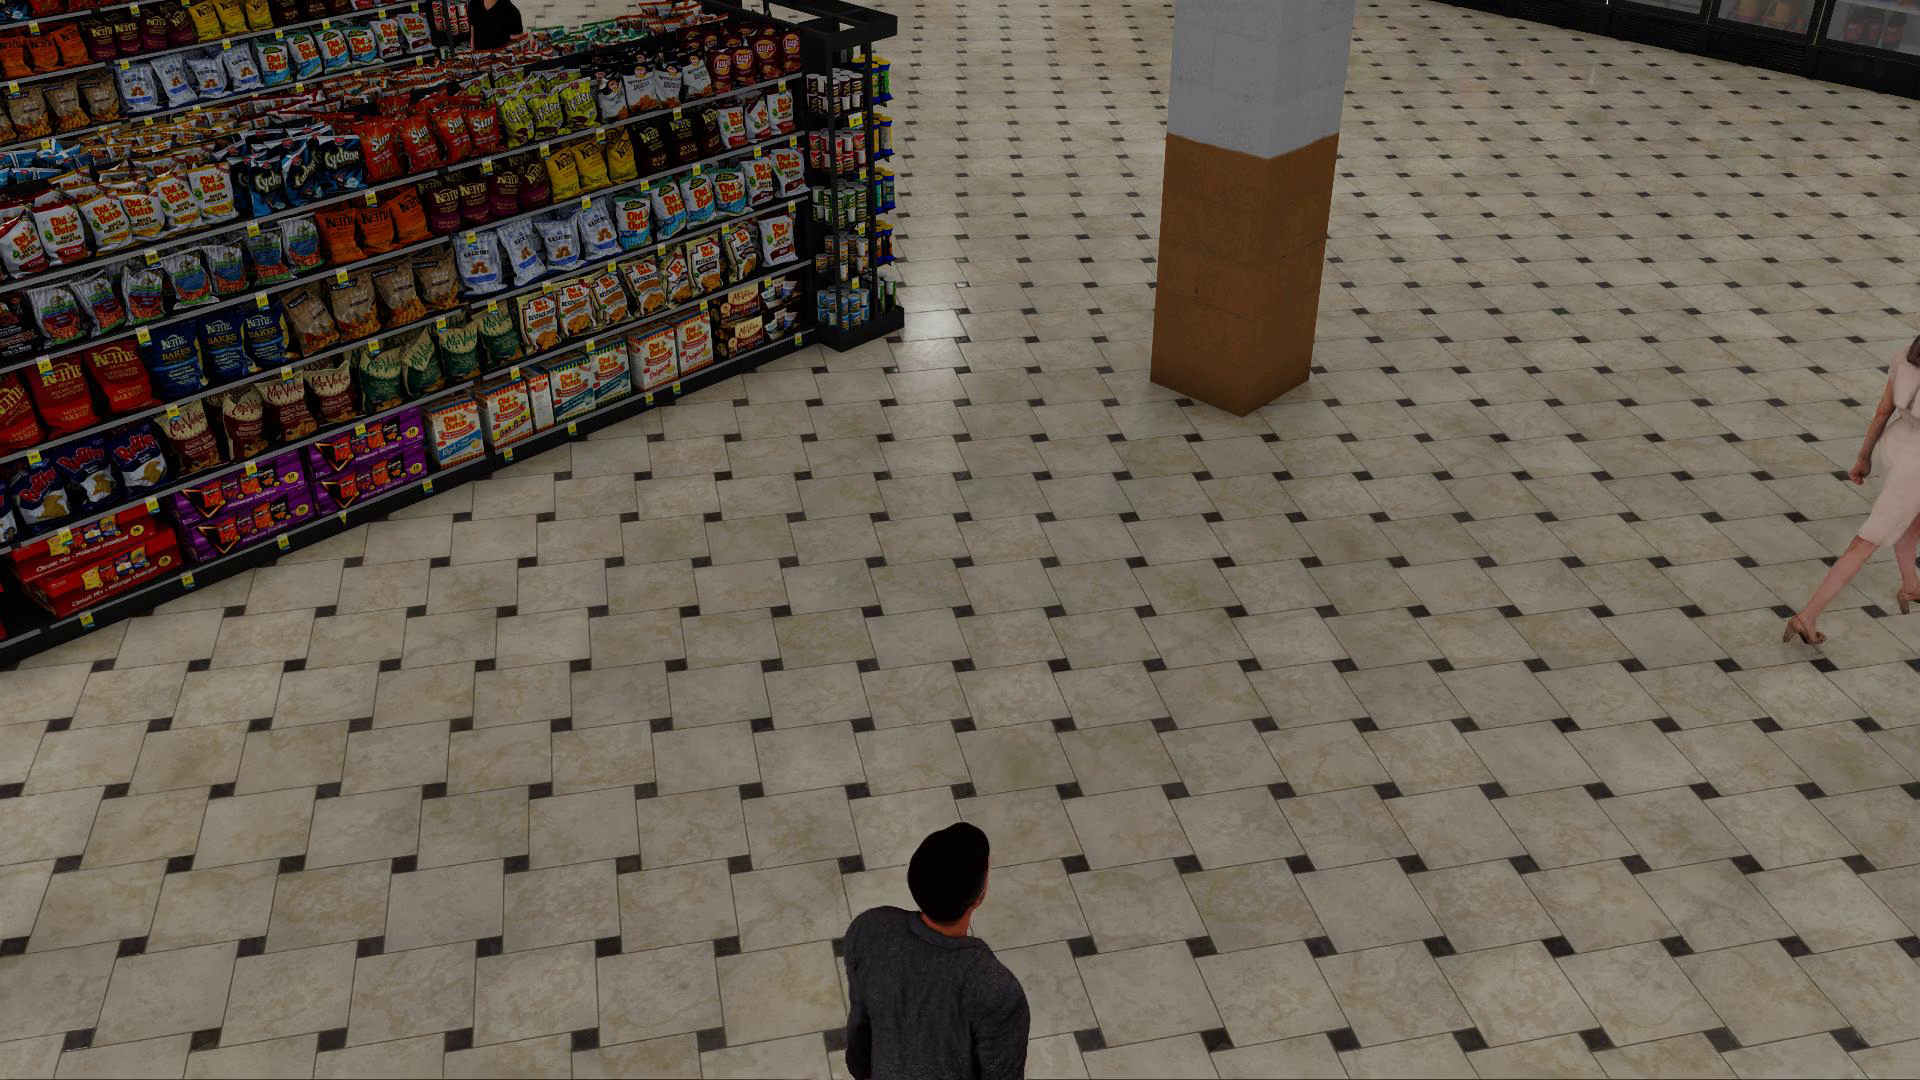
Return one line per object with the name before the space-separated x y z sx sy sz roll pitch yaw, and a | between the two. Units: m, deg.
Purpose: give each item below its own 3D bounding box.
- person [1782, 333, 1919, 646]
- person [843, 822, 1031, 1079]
person | 4.133 -0.223 7.391 1.246 1.678 0.978 -9 33 -15
person | -0.095 1.541 4.391 0.878 1.851 1.085 16 35 24
